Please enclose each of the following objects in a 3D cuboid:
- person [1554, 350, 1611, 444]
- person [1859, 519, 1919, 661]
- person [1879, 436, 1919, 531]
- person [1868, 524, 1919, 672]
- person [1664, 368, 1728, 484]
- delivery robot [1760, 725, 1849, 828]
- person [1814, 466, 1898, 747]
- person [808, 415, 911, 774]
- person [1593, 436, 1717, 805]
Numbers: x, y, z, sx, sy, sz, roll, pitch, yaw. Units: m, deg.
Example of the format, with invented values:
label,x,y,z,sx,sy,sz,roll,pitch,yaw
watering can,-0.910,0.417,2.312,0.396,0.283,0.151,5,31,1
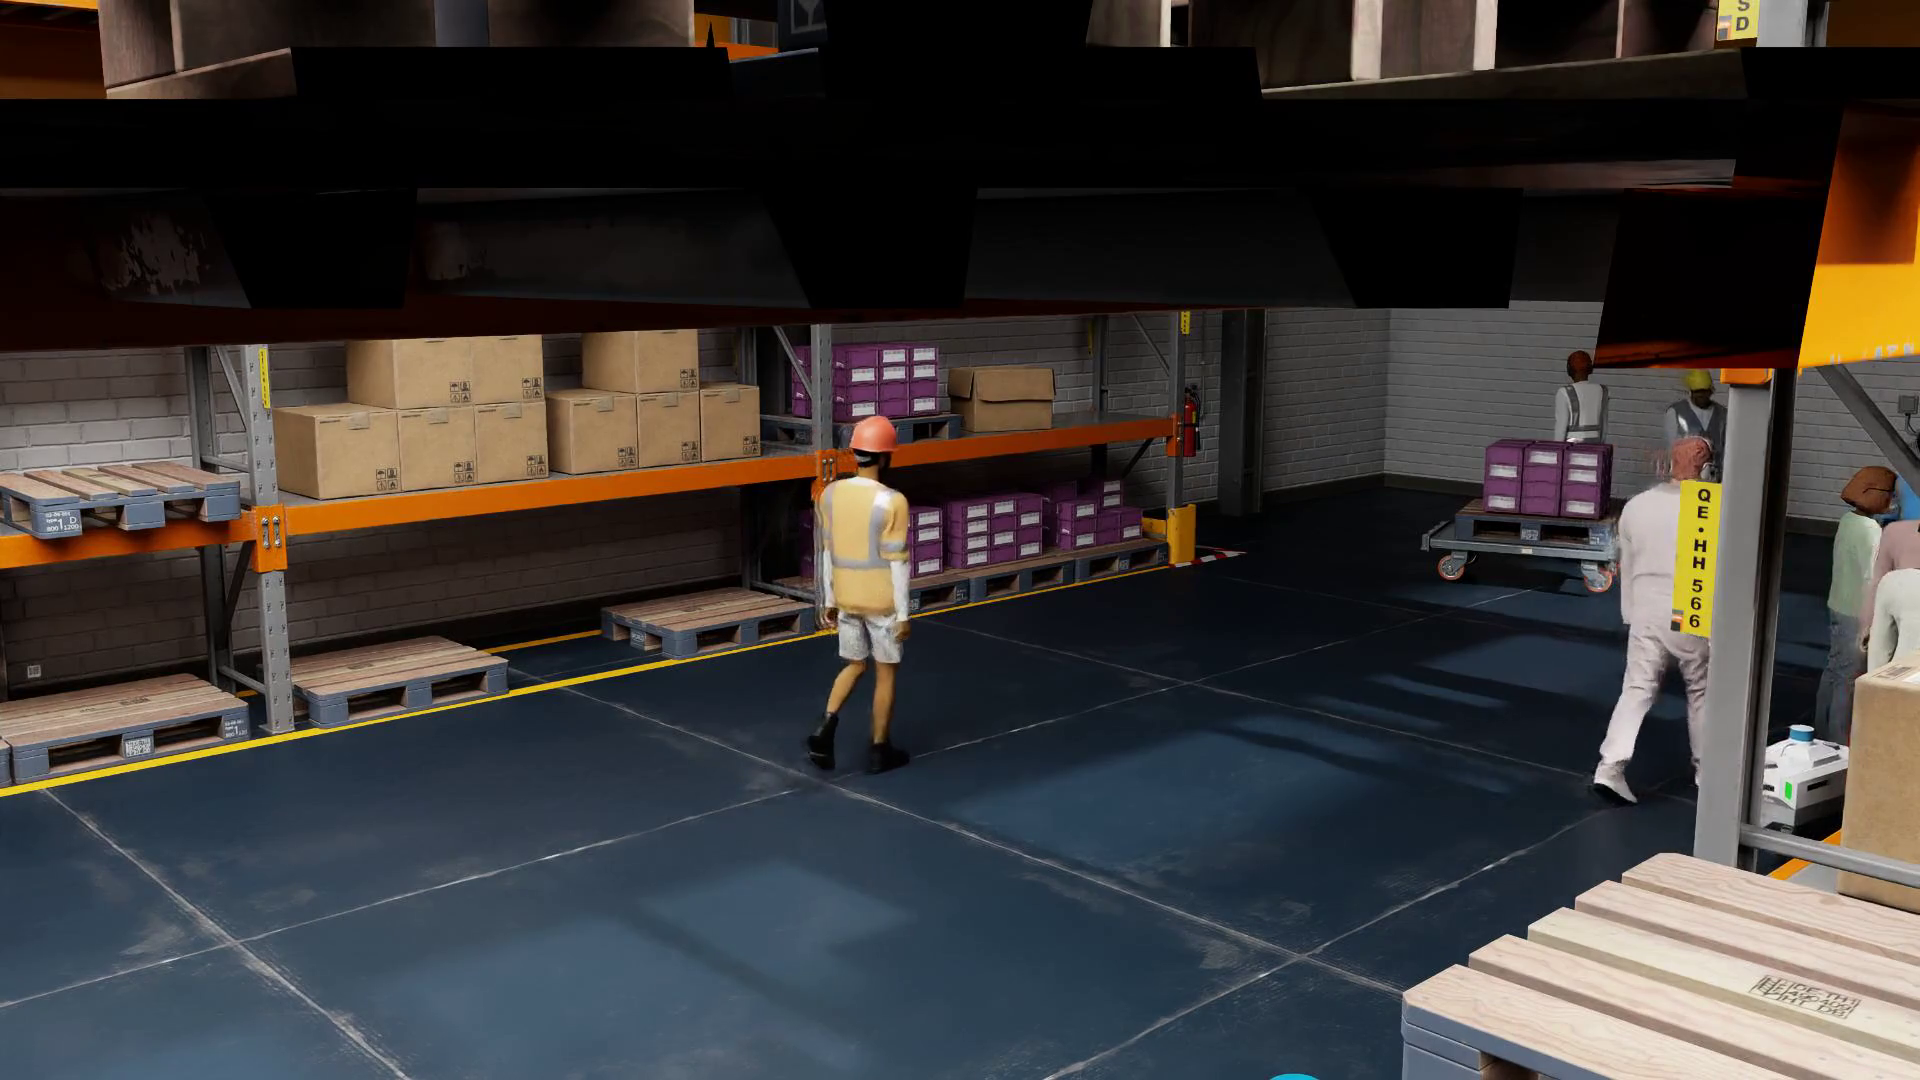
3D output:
label,x,y,z,sx,sy,sz,roll,pitch,yaw
person,5.640,-0.784,15.189,0.572,1.883,0.358,-3,10,-19
person,4.744,0.479,8.195,0.470,1.734,0.547,-6,11,-31
person,6.096,0.120,10.488,0.365,1.689,0.545,-8,12,-39
person,4.028,0.692,6.890,0.328,1.767,0.532,-5,11,-26
person,6.481,-0.630,14.674,0.586,1.772,1.002,0,10,1
delivery robot,3.900,1.105,7.740,0.707,0.478,0.477,-6,11,-33
person,4.811,0.412,8.918,0.282,1.631,0.503,2,10,12
person,-0.511,0.313,8.661,0.556,1.917,0.601,6,12,33
person,3.571,0.405,8.348,1.011,1.854,0.648,-8,12,-37
